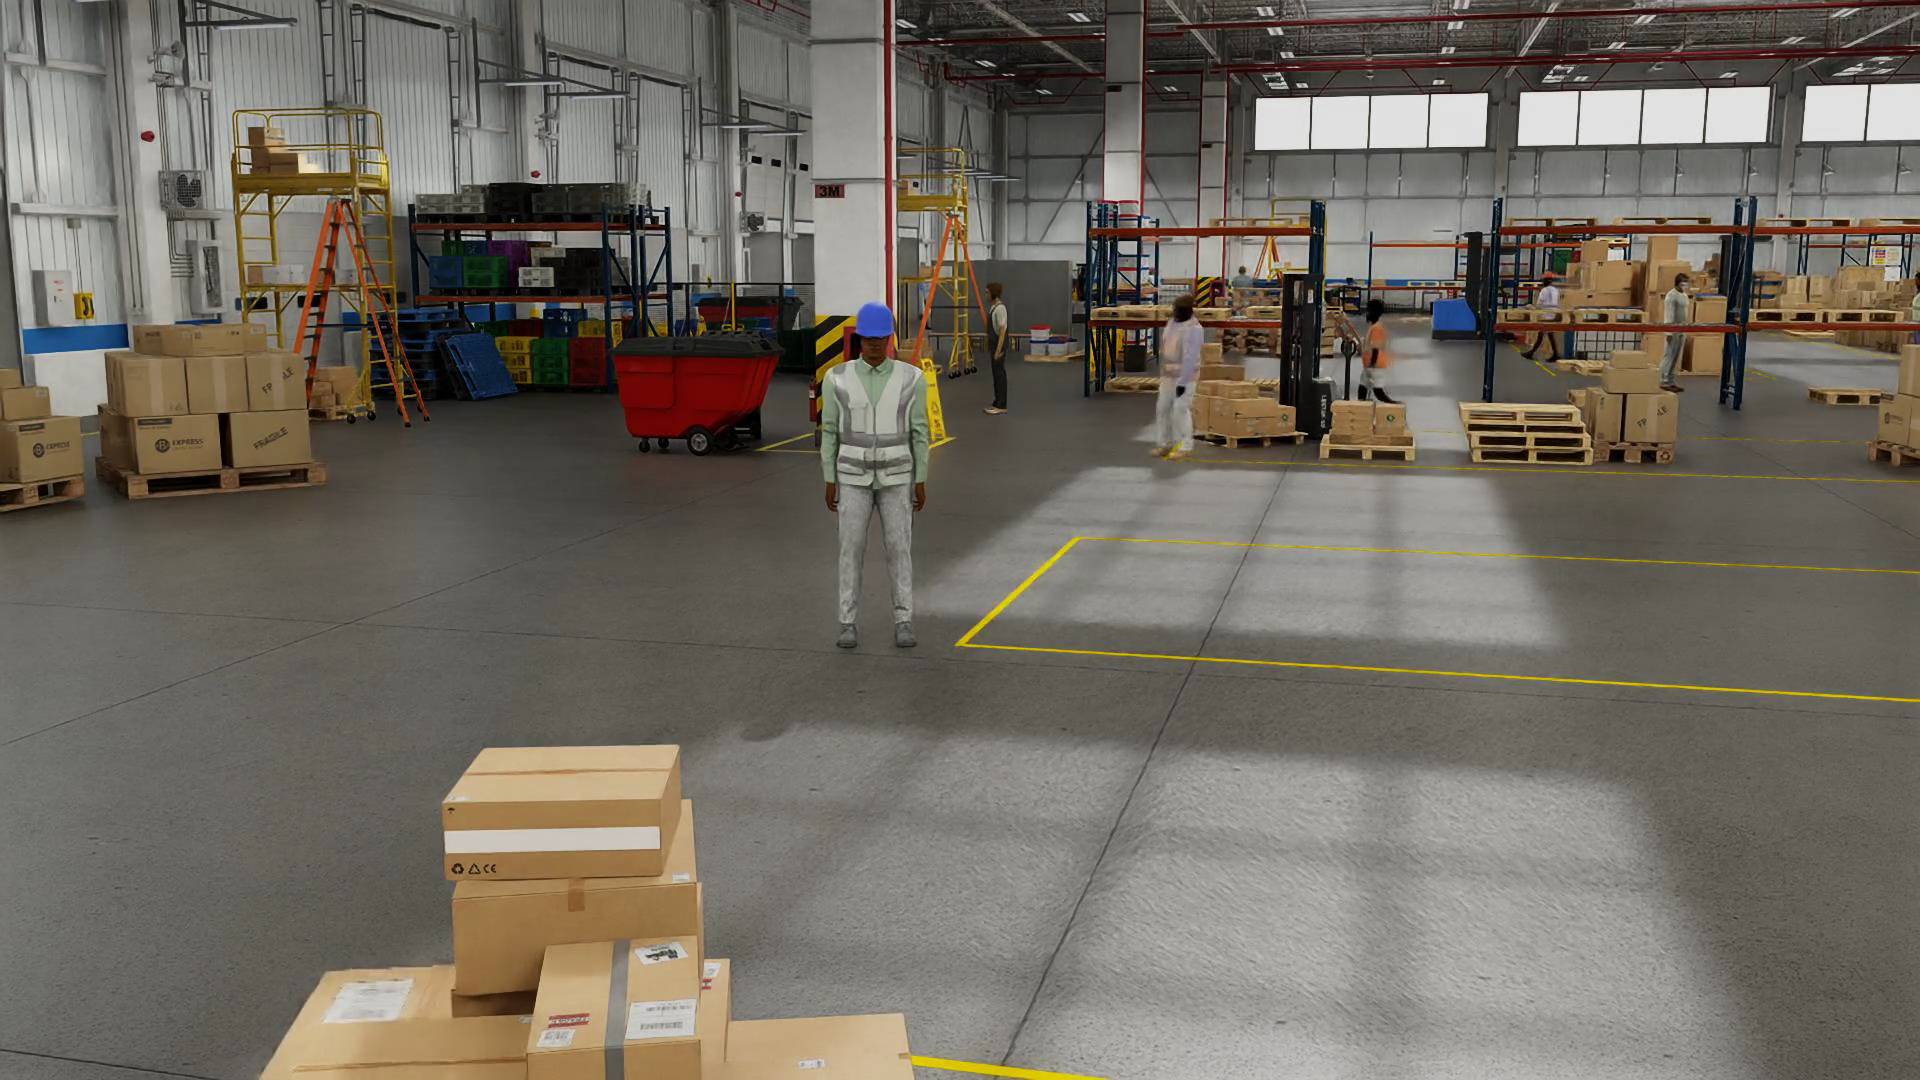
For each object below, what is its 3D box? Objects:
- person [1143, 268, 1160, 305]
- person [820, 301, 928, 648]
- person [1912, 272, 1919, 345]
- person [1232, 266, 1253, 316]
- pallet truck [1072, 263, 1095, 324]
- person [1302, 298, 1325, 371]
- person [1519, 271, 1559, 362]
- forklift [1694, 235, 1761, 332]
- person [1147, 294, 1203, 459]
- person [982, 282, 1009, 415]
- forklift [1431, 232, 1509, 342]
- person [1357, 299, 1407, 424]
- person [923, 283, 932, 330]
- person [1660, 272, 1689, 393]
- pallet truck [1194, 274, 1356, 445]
[{"bbox_3d":[6.632,-8.498,57.565,0.577,1.832,0.989,-4,10,-21],"label":"person"},{"bbox_3d":[-0.478,-0.352,9.258,0.602,1.939,0.417,0,10,-2],"label":"person"},{"bbox_3d":[18.171,-4.106,31.439,0.391,1.910,0.587,3,10,17],"label":"person"},{"bbox_3d":[8.732,-7.514,51.420,0.634,1.938,0.353,0,10,-1],"label":"person"},{"bbox_3d":[4.325,-8.180,55.162,0.823,1.965,1.885,6,11,31],"label":"pallet truck"},{"bbox_3d":[6.808,-4.120,32.022,0.484,1.738,0.319,-3,10,-19],"label":"person"},{"bbox_3d":[12.173,-4.660,34.783,0.985,1.875,0.600,9,13,42],"label":"person"},{"bbox_3d":[22.425,-7.519,48.677,1.873,2.768,1.129,2,10,14],"label":"forklift"},{"bbox_3d":[2.328,-1.735,17.828,0.585,1.792,0.702,-4,11,-24],"label":"person"},{"bbox_3d":[0.505,-2.652,23.075,0.351,1.842,0.507,-1,10,-6],"label":"person"},{"bbox_3d":[13.183,-6.527,42.836,1.873,2.768,1.129,2,10,14],"label":"forklift"},{"bbox_3d":[5.235,-2.166,20.799,0.775,1.688,0.536,1,10,5],"label":"person"},{"bbox_3d":[-0.870,-7.329,50.364,0.543,1.929,0.387,-7,12,-37],"label":"person"},{"bbox_3d":[11.547,-3.341,26.848,0.359,1.936,0.632,9,13,42],"label":"person"},{"bbox_3d":[3.653,-2.138,19.590,1.885,1.965,0.823,-4,10,-20],"label":"pallet truck"}]
